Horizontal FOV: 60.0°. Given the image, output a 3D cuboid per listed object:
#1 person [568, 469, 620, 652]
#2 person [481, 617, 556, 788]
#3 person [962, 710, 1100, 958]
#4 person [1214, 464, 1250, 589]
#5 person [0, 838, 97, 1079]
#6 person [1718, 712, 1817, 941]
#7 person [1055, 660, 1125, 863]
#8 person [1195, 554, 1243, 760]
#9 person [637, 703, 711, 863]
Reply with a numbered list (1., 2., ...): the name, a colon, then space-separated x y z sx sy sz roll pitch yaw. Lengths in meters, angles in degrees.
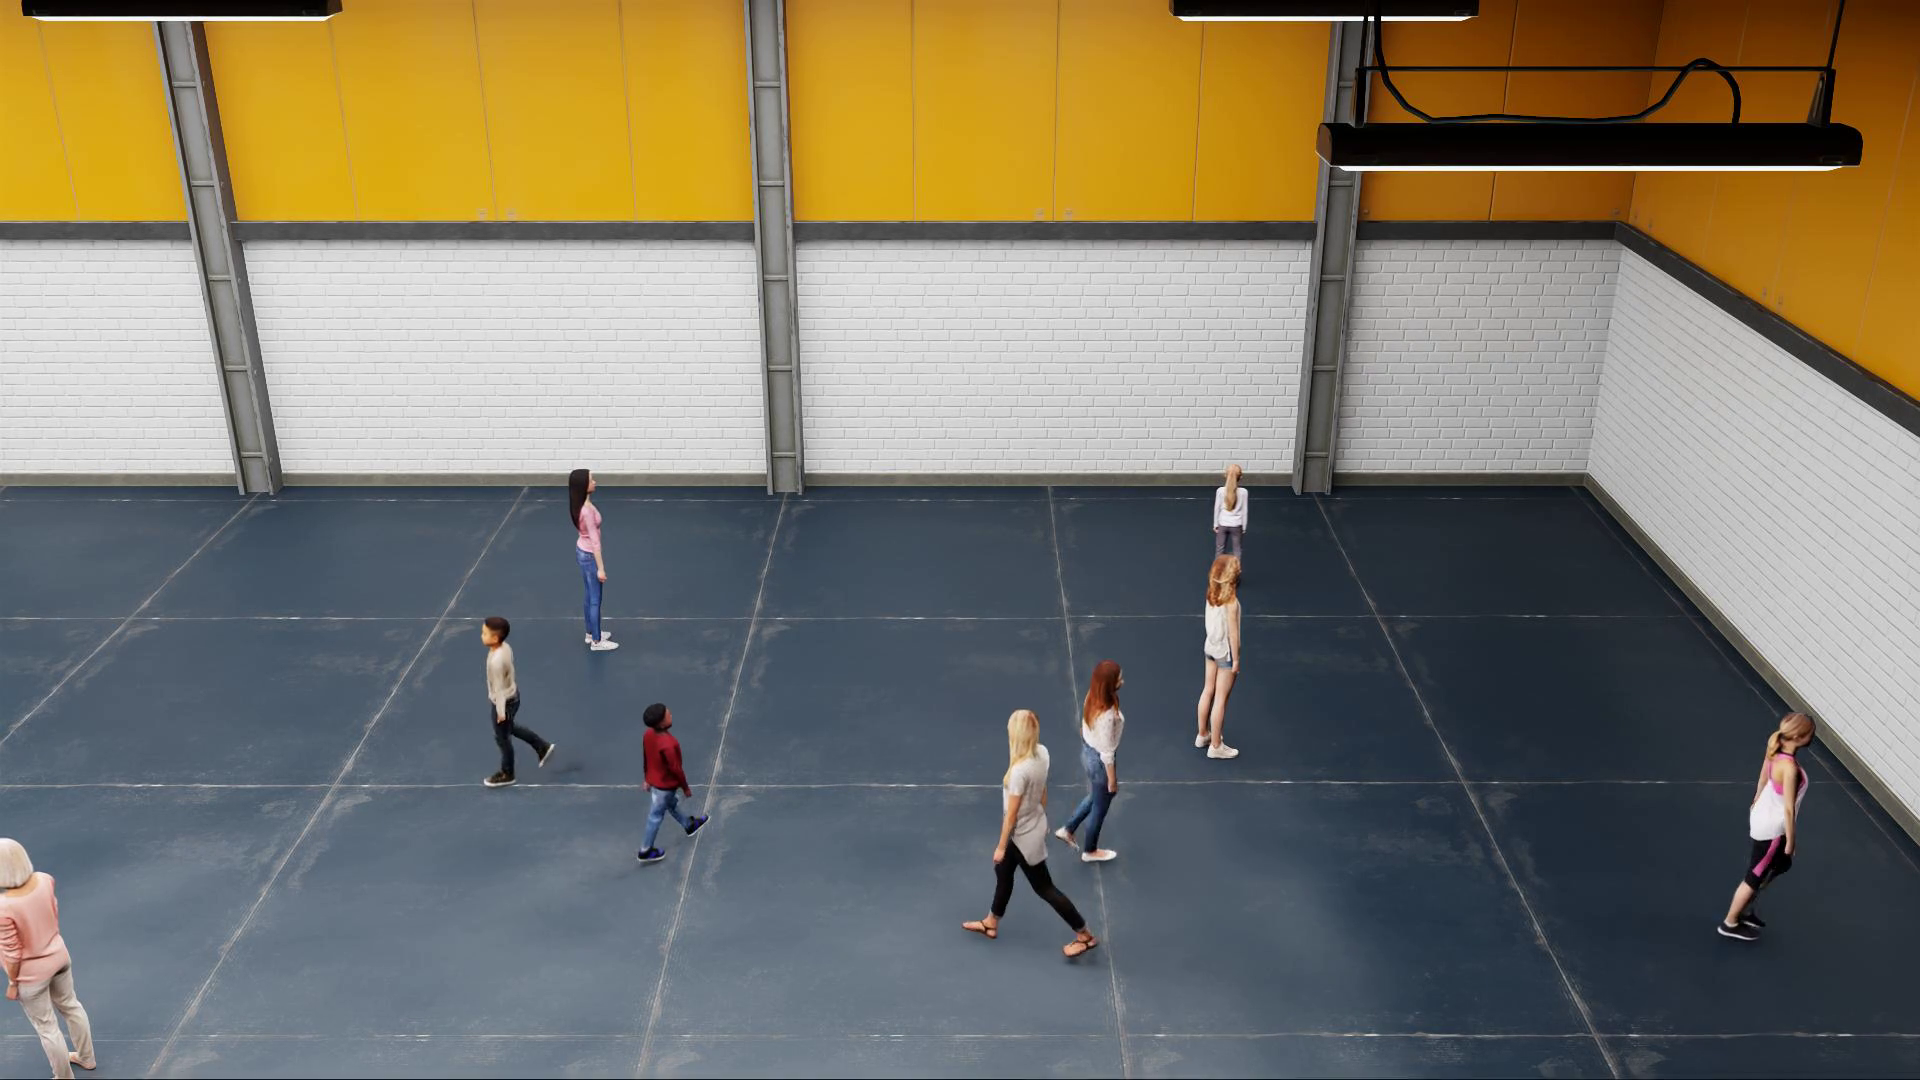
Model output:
1. person: -3.368 0.161 15.148 0.644 1.743 0.641 -11 26 -23
2. person: -3.499 1.249 13.020 0.821 1.453 0.622 -4 24 -9
3. person: 0.545 1.980 10.936 1.261 1.782 0.868 7 25 15
4. person: 2.675 -0.143 16.425 0.509 1.277 0.600 8 25 17
5. person: -5.440 2.500 9.820 0.588 1.725 0.643 5 24 11
6. person: 5.299 1.918 11.093 0.666 1.771 0.671 4 24 8
7. person: 0.912 1.602 11.888 0.728 1.714 0.658 -4 24 -9
8. person: 2.089 0.921 13.388 0.629 1.759 0.651 -9 25 -19
9. person: -2.211 1.783 12.081 0.937 1.226 0.823 -17 29 -34
